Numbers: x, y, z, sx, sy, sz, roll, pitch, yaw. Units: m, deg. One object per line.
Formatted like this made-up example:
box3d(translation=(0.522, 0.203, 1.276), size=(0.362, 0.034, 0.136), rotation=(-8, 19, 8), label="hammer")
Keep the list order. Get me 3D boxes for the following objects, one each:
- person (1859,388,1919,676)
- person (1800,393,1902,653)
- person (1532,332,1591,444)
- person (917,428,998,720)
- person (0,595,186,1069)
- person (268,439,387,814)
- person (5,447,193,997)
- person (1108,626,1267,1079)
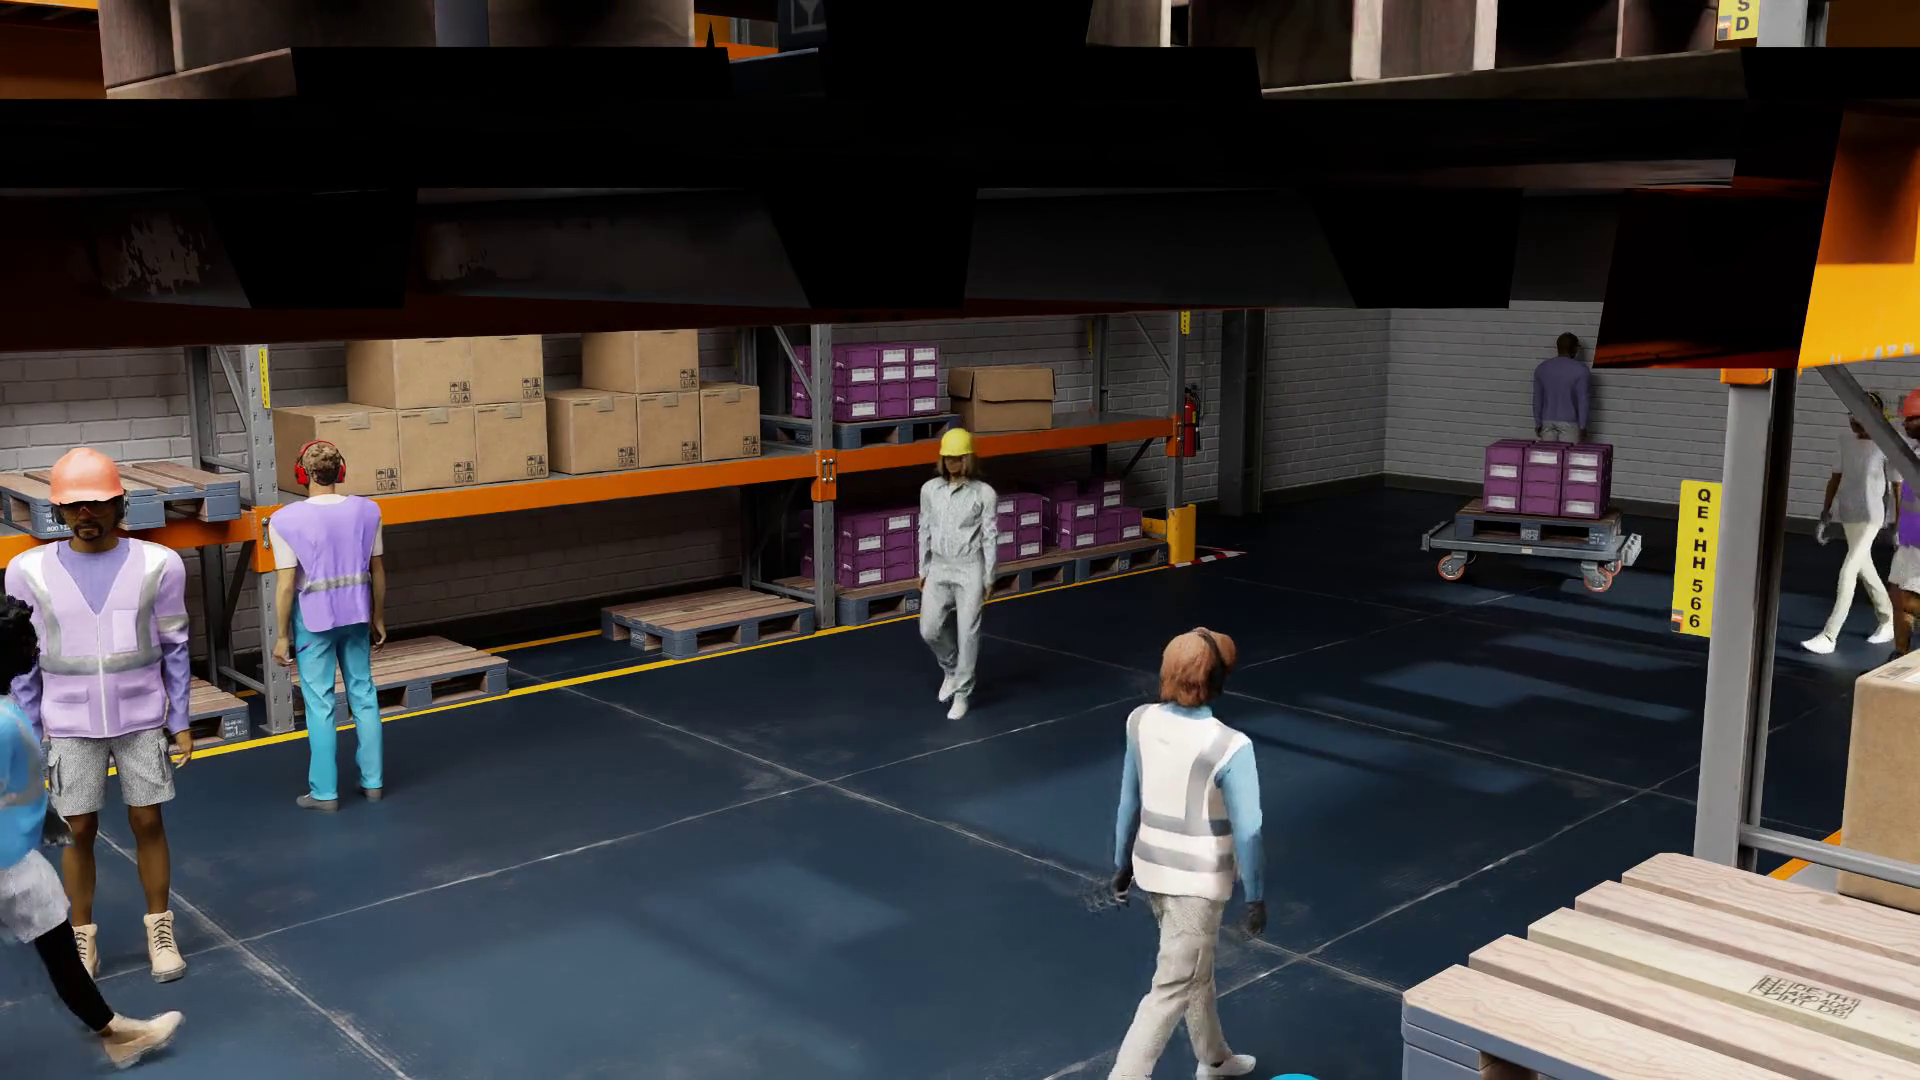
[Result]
box3d(translation=(6.153, -0.008, 10.534), size=(0.599, 1.920, 0.545), rotation=(2, 10, 13), label="person")
box3d(translation=(6.298, -0.125, 11.579), size=(1.018, 1.810, 0.493), rotation=(-3, 10, -19), label="person")
box3d(translation=(6.381, -1.233, 17.666), size=(0.379, 1.937, 0.629), rotation=(-8, 12, -38), label="person")
box3d(translation=(-0.019, 0.194, 9.876), size=(0.503, 1.731, 0.379), rotation=(3, 10, 20), label="person")
box3d(translation=(-3.112, 0.996, 5.435), size=(0.886, 1.645, 0.543), rotation=(-7, 12, -36), label="person")
box3d(translation=(-3.093, 0.428, 8.202), size=(0.375, 1.843, 0.575), rotation=(9, 13, 42), label="person")
box3d(translation=(-3.179, 0.672, 6.201), size=(0.607, 2.044, 0.372), rotation=(-5, 11, -26), label="person")
box3d(translation=(0.675, 1.068, 5.187), size=(0.851, 1.601, 0.533), rotation=(-7, 12, -36), label="person")
